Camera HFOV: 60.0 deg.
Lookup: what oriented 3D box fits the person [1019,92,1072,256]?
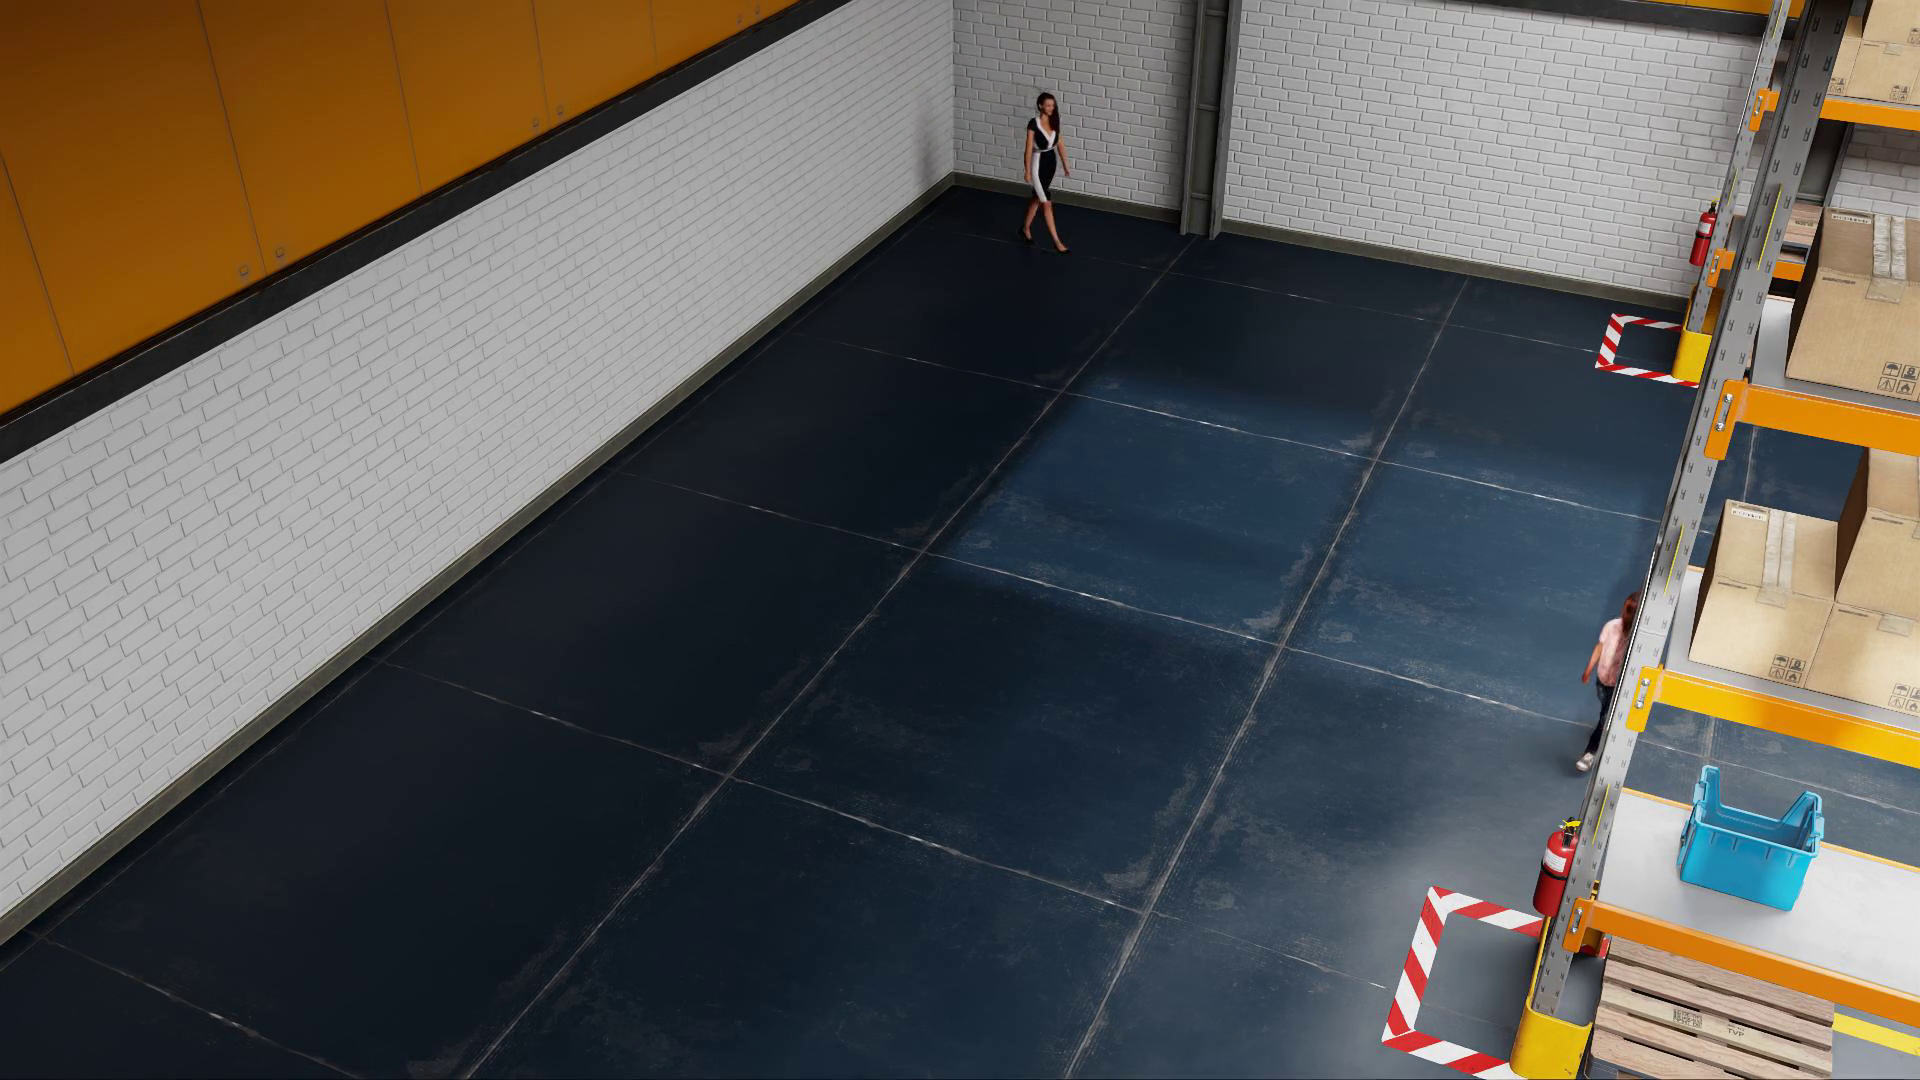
[{"bbox_3d":[0.838,-4.012,18.106,0.872,1.762,1.153,-28,42,-35],"label":"person"}]

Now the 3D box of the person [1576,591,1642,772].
[{"bbox_3d":[4.446,0.882,11.179,0.790,1.279,0.914,-28,43,-35],"label":"person"}]
